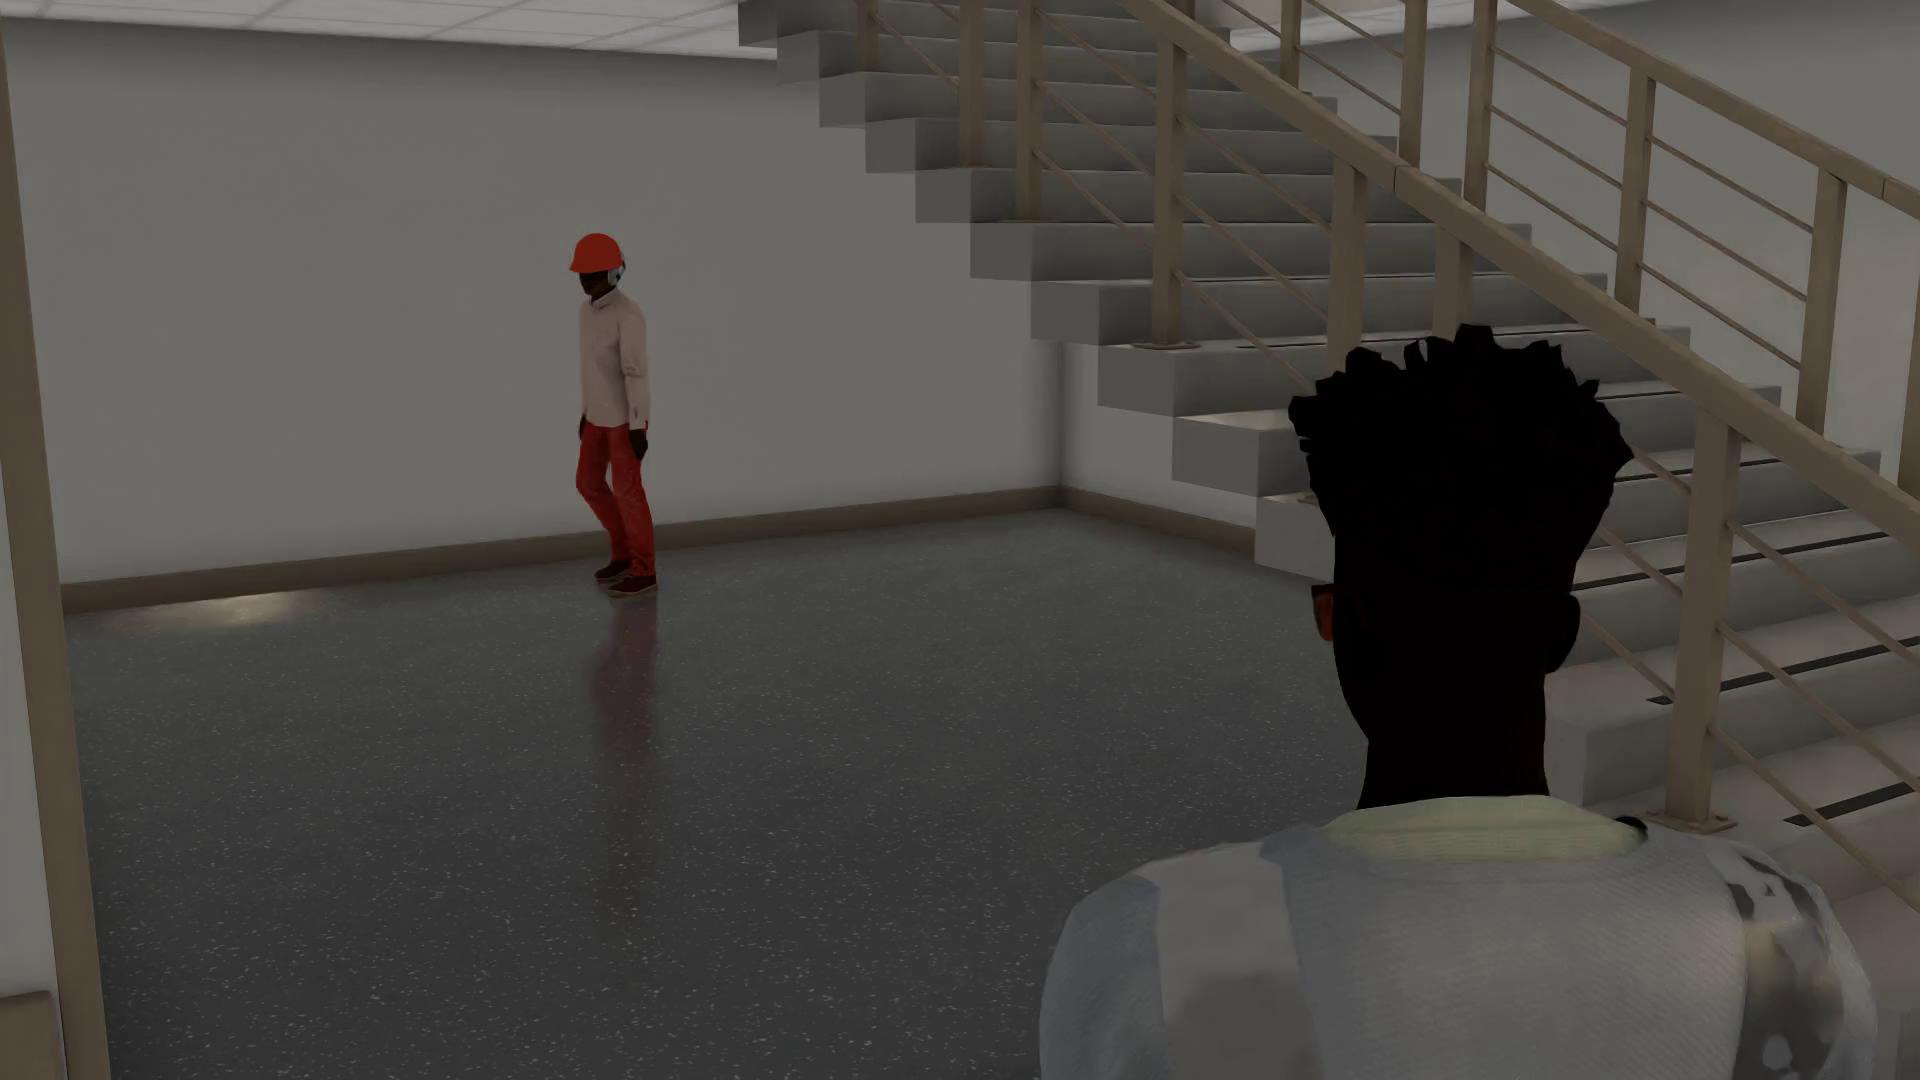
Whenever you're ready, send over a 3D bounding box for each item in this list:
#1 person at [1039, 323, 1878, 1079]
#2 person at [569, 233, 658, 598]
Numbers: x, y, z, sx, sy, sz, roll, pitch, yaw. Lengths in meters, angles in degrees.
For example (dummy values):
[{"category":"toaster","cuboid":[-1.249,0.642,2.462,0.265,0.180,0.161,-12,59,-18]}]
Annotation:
[{"category":"person","cuboid":[0.342,0.818,1.290,0.613,1.951,0.389,-2,11,-9]},{"category":"person","cuboid":[-1.885,-0.668,9.025,0.501,1.970,0.645,-8,14,-37]}]
